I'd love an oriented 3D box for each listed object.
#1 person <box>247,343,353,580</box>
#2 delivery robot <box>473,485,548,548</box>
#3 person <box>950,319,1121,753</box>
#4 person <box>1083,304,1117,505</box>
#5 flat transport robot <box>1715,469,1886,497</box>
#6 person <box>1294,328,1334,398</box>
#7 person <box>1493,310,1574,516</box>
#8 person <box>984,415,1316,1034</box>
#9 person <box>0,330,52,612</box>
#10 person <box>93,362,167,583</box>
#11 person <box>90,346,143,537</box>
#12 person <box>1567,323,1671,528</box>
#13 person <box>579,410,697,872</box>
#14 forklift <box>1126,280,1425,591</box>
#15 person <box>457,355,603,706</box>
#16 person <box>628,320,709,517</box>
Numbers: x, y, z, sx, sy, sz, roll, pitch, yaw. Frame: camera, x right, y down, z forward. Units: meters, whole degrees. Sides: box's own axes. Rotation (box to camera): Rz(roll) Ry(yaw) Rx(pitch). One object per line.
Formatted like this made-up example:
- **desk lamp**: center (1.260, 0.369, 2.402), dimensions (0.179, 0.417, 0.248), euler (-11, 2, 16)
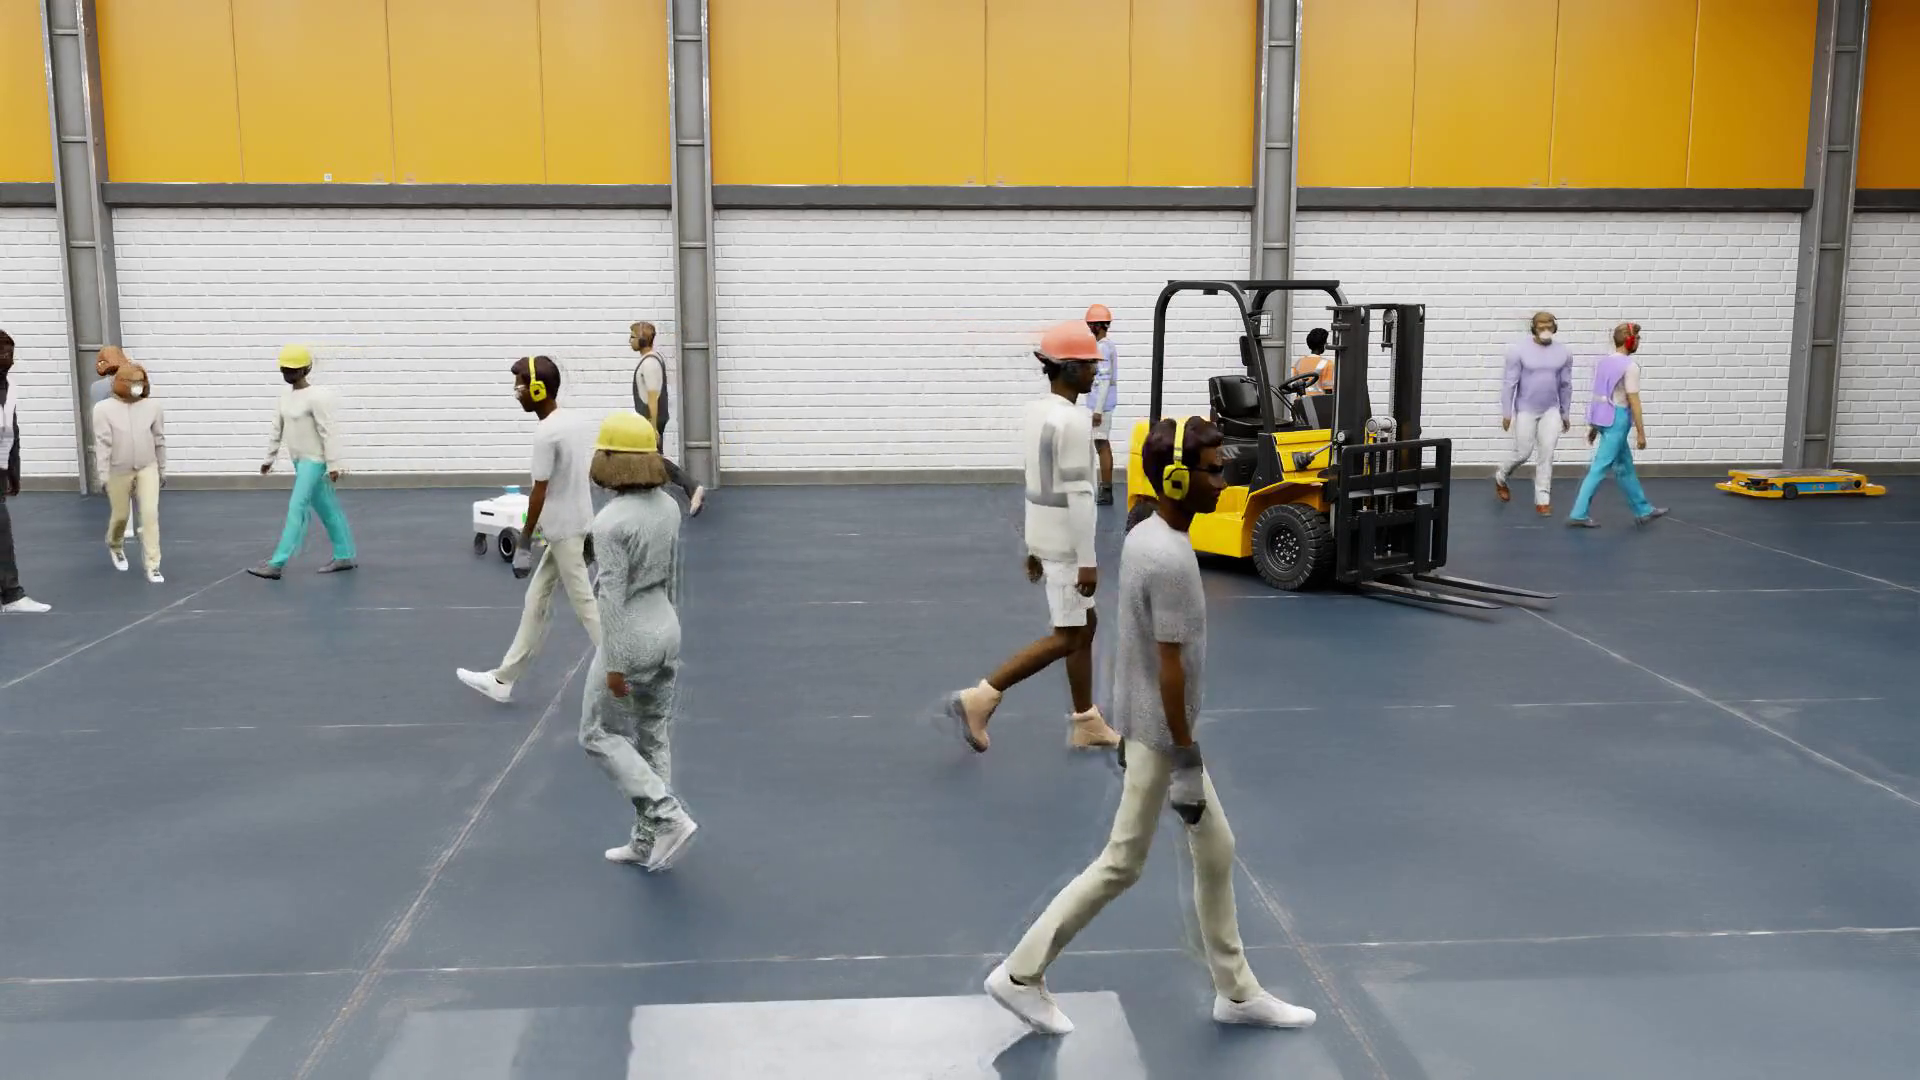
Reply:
- **person**: center (-4.832, -0.561, 12.080), dimensions (0.552, 1.715, 0.918), euler (8, 12, 42)
- **delivery robot**: center (-3.506, -0.185, 13.080), dimensions (0.707, 0.478, 0.477), euler (7, 12, 39)
- **person**: center (0.399, 0.012, 7.551), dimensions (0.850, 2.023, 0.617), euler (-2, 9, -10)
- **person**: center (1.331, -1.300, 16.042), dimensions (0.367, 1.935, 0.552), euler (1, 9, 9)
- **flat transport robot**: center (8.448, -0.579, 16.733), dimensions (1.431, 0.197, 0.652), euler (-1, 9, -9)
- **person**: center (3.576, -1.296, 16.807), dimensions (0.321, 1.690, 0.529), euler (-5, 10, -28)
- **person**: center (5.344, -1.197, 15.545), dimensions (0.639, 1.913, 0.773), euler (-1, 9, -4)
- **person**: center (0.535, 0.553, 4.778), dimensions (0.954, 1.829, 0.538), euler (1, 9, 5)
- **person**: center (-6.489, -0.449, 10.949), dimensions (0.894, 1.875, 0.636), euler (1, 9, 5)
- **person**: center (-6.068, -0.511, 12.164), dimensions (0.491, 1.597, 0.790), euler (-7, 12, -39)
- **person**: center (-7.104, -0.832, 14.106), dimensions (0.312, 1.623, 0.498), euler (5, 10, 30)
- **person**: center (5.793, -0.990, 14.529), dimensions (0.987, 1.793, 0.593), euler (-1, 9, -4)
- **person**: center (-1.167, 0.388, 6.100), dimensions (0.428, 1.730, 0.490), euler (5, 10, 27)
- **forklift**: center (2.301, -0.860, 12.475), dimensions (1.214, 2.155, 2.313), euler (-6, 11, -35)
- **person**: center (-2.091, -0.015, 8.367), dimensions (0.993, 1.810, 0.531), euler (0, 9, 0)
- **person**: center (-2.703, -1.057, 14.908), dimensions (0.789, 1.820, 0.523), euler (0, 9, 1)
